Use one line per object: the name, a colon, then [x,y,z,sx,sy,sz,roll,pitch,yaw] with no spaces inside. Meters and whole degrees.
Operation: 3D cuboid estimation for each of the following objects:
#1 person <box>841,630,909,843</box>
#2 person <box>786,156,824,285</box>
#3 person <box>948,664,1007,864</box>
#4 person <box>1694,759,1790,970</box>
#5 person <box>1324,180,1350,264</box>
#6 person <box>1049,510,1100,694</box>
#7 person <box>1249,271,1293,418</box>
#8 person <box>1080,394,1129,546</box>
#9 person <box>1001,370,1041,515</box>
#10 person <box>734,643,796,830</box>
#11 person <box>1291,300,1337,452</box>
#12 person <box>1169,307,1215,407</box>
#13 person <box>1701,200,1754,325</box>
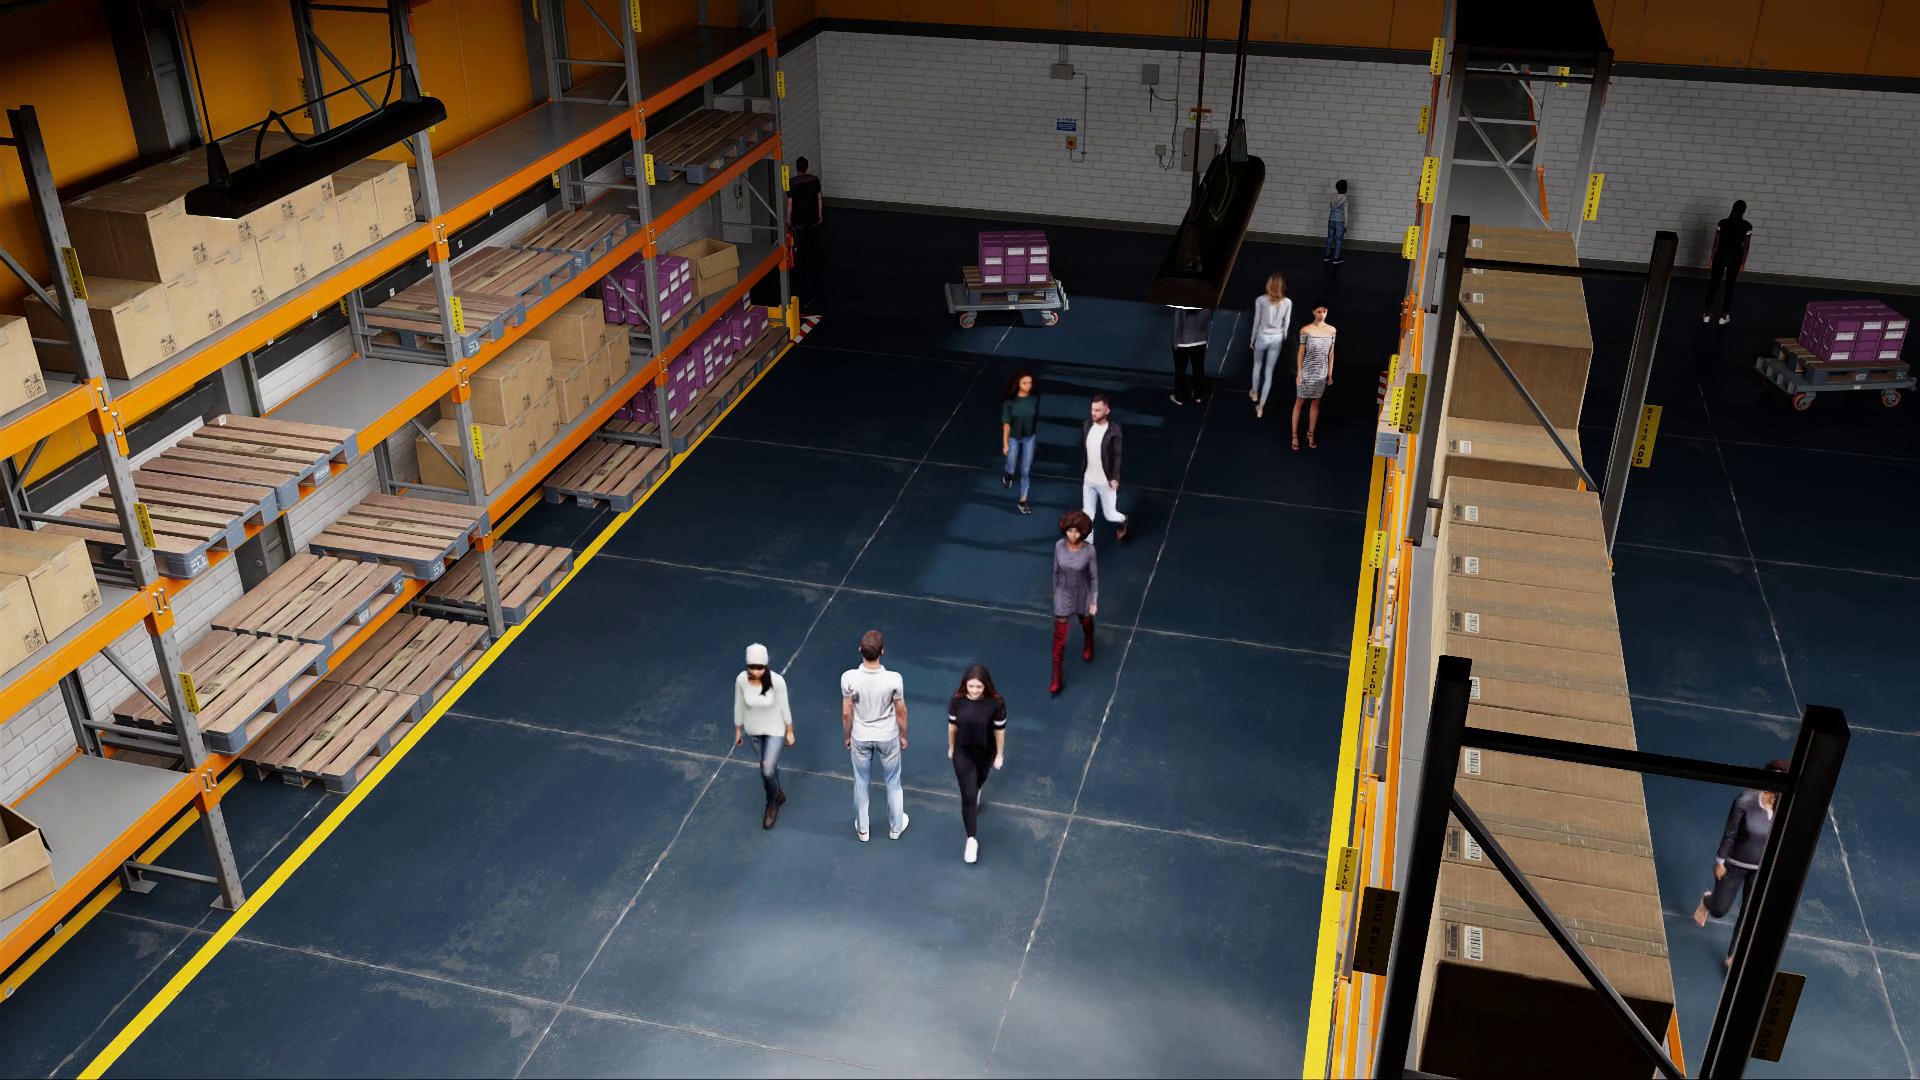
person: [-0.655,1.522,12.845,0.695,1.852,0.625,1,29,1]
person: [-2.254,-4.666,24.198,0.803,1.844,0.824,-11,30,-19]
person: [0.140,1.601,12.971,0.791,1.593,1.197,1,29,2]
person: [5.495,2.226,11.654,0.661,1.757,0.914,5,29,8]
person: [5.687,-4.818,25.088,0.602,1.258,0.555,-23,36,-36]
person: [1.068,0.475,14.956,0.657,1.669,1.104,10,30,17]
person: [3.719,-2.320,19.977,0.722,1.768,0.970,2,29,3]
person: [1.478,-0.643,16.852,0.895,1.816,1.131,20,34,32]
person: [0.630,-1.104,17.916,0.829,1.606,0.963,-7,29,-13]
person: [-1.522,1.467,13.175,0.607,1.634,0.643,8,29,13]
person: [4.057,-1.902,19.152,0.676,1.822,0.672,-5,29,-9]
person: [2.819,-2.425,20.349,0.784,1.595,0.814,-7,29,-13]
person: [10.502,-3.814,22.756,0.659,1.729,0.639,14,31,23]
